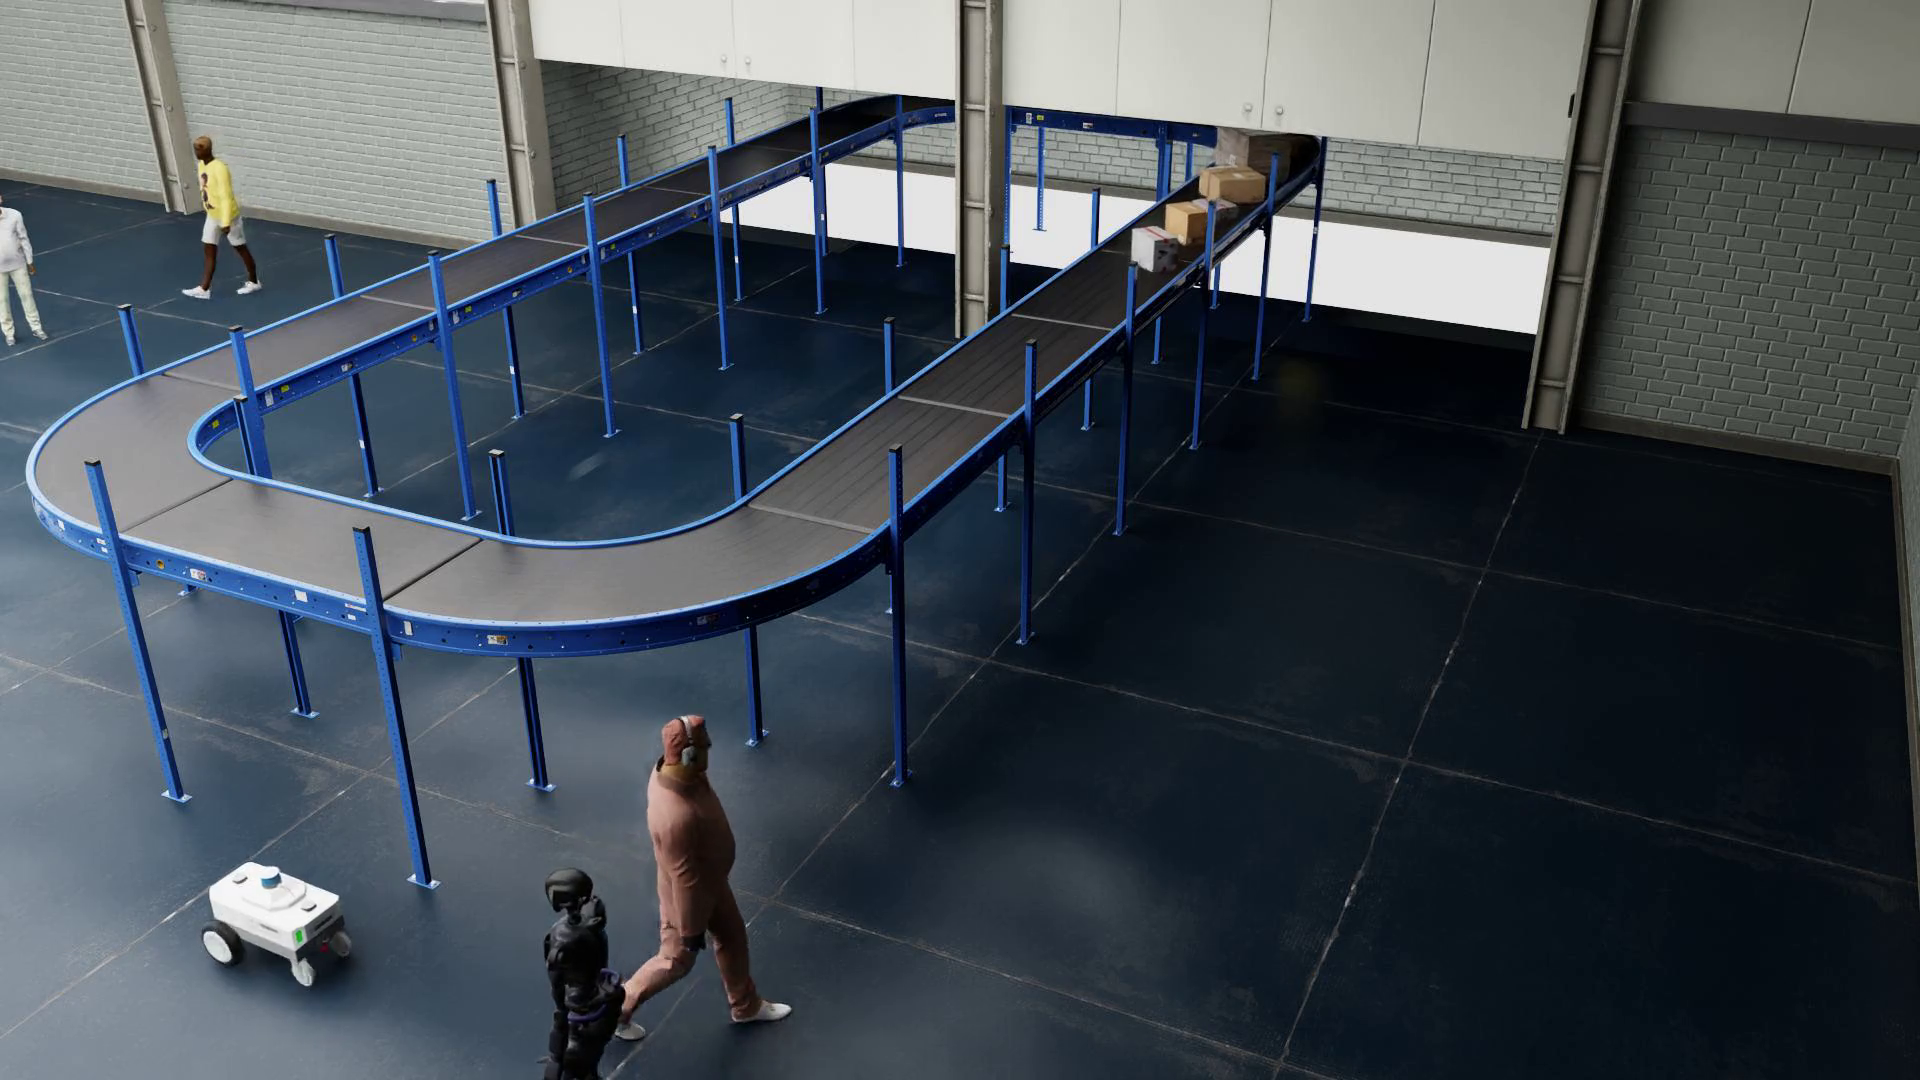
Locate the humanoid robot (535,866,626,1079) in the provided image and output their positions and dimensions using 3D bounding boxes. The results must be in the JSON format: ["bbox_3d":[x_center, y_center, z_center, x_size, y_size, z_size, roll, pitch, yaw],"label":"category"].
[{"bbox_3d":[-1.711,2.173,7.512,0.359,1.653,0.613,4,27,9],"label":"humanoid robot"}]

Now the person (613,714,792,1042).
[{"bbox_3d":[-1.387,1.711,8.245,0.932,1.862,0.658,-2,26,-5],"label":"person"}]

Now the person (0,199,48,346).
[{"bbox_3d":[-10.193,-2.954,17.767,0.565,1.743,0.344,-20,33,-35],"label":"person"}]

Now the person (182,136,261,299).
[{"bbox_3d":[-8.580,-3.666,19.069,0.579,1.856,0.945,17,31,30],"label":"person"}]

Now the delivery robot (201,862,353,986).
[{"bbox_3d":[-3.721,2.049,9.048,0.811,0.614,0.499,13,29,24],"label":"delivery robot"}]
